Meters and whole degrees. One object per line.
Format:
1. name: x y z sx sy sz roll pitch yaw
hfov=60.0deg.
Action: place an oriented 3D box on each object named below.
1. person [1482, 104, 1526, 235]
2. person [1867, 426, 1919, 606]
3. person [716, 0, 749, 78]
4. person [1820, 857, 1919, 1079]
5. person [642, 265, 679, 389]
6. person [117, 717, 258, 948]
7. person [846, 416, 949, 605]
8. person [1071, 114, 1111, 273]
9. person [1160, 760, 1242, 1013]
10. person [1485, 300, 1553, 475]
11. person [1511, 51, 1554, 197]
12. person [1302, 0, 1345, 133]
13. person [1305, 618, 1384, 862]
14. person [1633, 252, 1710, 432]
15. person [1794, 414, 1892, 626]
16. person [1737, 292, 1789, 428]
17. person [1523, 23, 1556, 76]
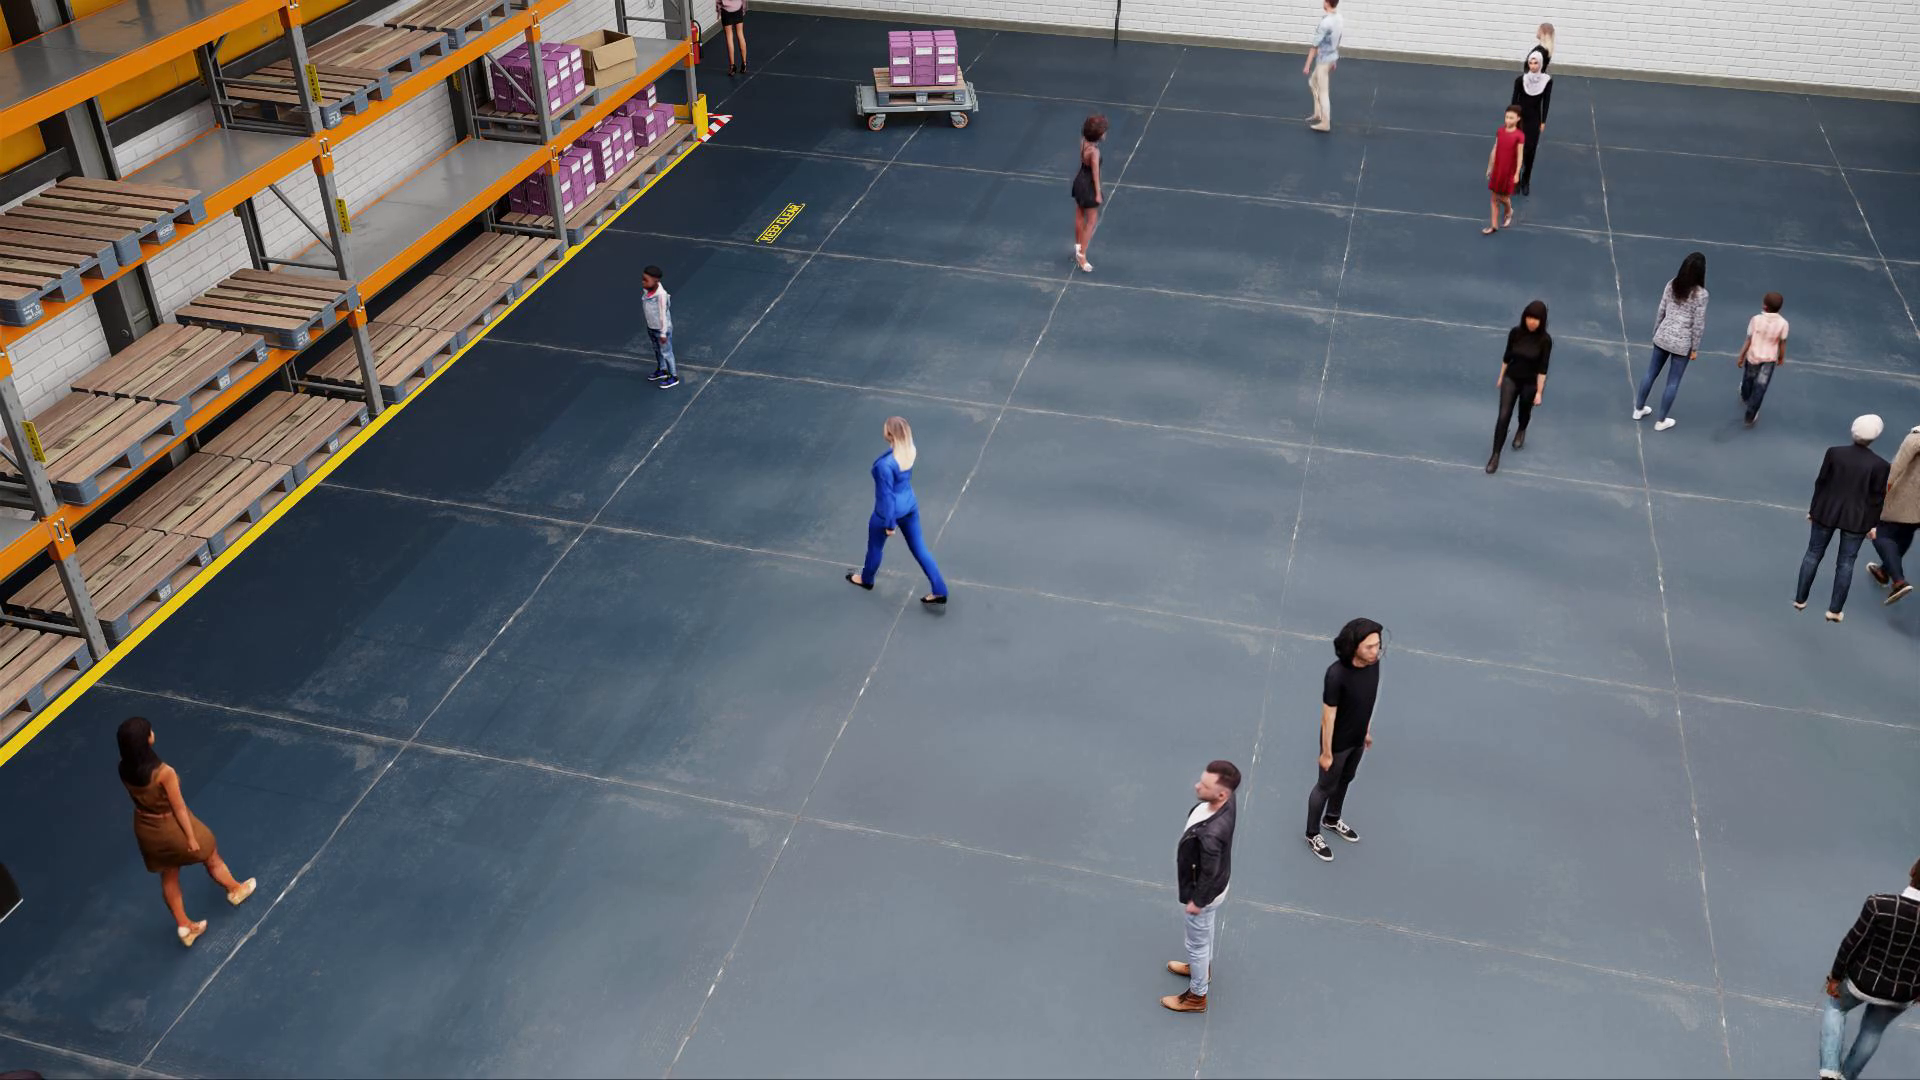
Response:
1. person: 6.413 -4.350 19.442 0.837 1.542 0.743 -27 42 -34
2. person: 7.563 -0.324 13.087 0.886 1.873 1.083 -1 34 -2
3. person: -3.324 -7.681 24.212 0.692 1.811 0.750 -17 37 -24
4. person: 4.975 2.453 8.971 0.722 1.805 0.817 13 36 18
5. person: -2.954 -2.123 16.348 0.605 1.258 0.557 -24 40 -31
6. person: -4.828 1.814 10.053 0.586 1.672 0.783 9 35 14
7. person: -0.407 -0.179 13.067 0.918 1.653 1.170 18 38 25
8. person: 1.396 -3.933 18.607 0.841 1.773 0.718 -19 38 -26
9. person: 1.425 1.992 9.637 0.712 1.835 0.480 9 35 14
10. person: 5.103 -1.443 15.016 0.756 1.602 1.135 17 37 24
11. person: 6.942 -5.131 20.420 0.598 1.761 0.617 8 34 11
12. person: 4.955 -6.353 22.198 0.823 1.828 0.735 21 39 28
13. person: 2.486 1.244 10.761 0.671 1.836 0.773 -25 41 -32
14. person: 6.671 -1.866 15.537 0.734 1.729 0.688 -20 39 -28
15. person: 6.681 -0.160 12.507 0.836 1.781 0.749 27 42 34
16. person: 7.539 -1.678 15.672 0.659 1.265 0.945 16 37 23
17. person: 7.482 -5.855 21.576 0.714 1.687 0.533 16 37 23
